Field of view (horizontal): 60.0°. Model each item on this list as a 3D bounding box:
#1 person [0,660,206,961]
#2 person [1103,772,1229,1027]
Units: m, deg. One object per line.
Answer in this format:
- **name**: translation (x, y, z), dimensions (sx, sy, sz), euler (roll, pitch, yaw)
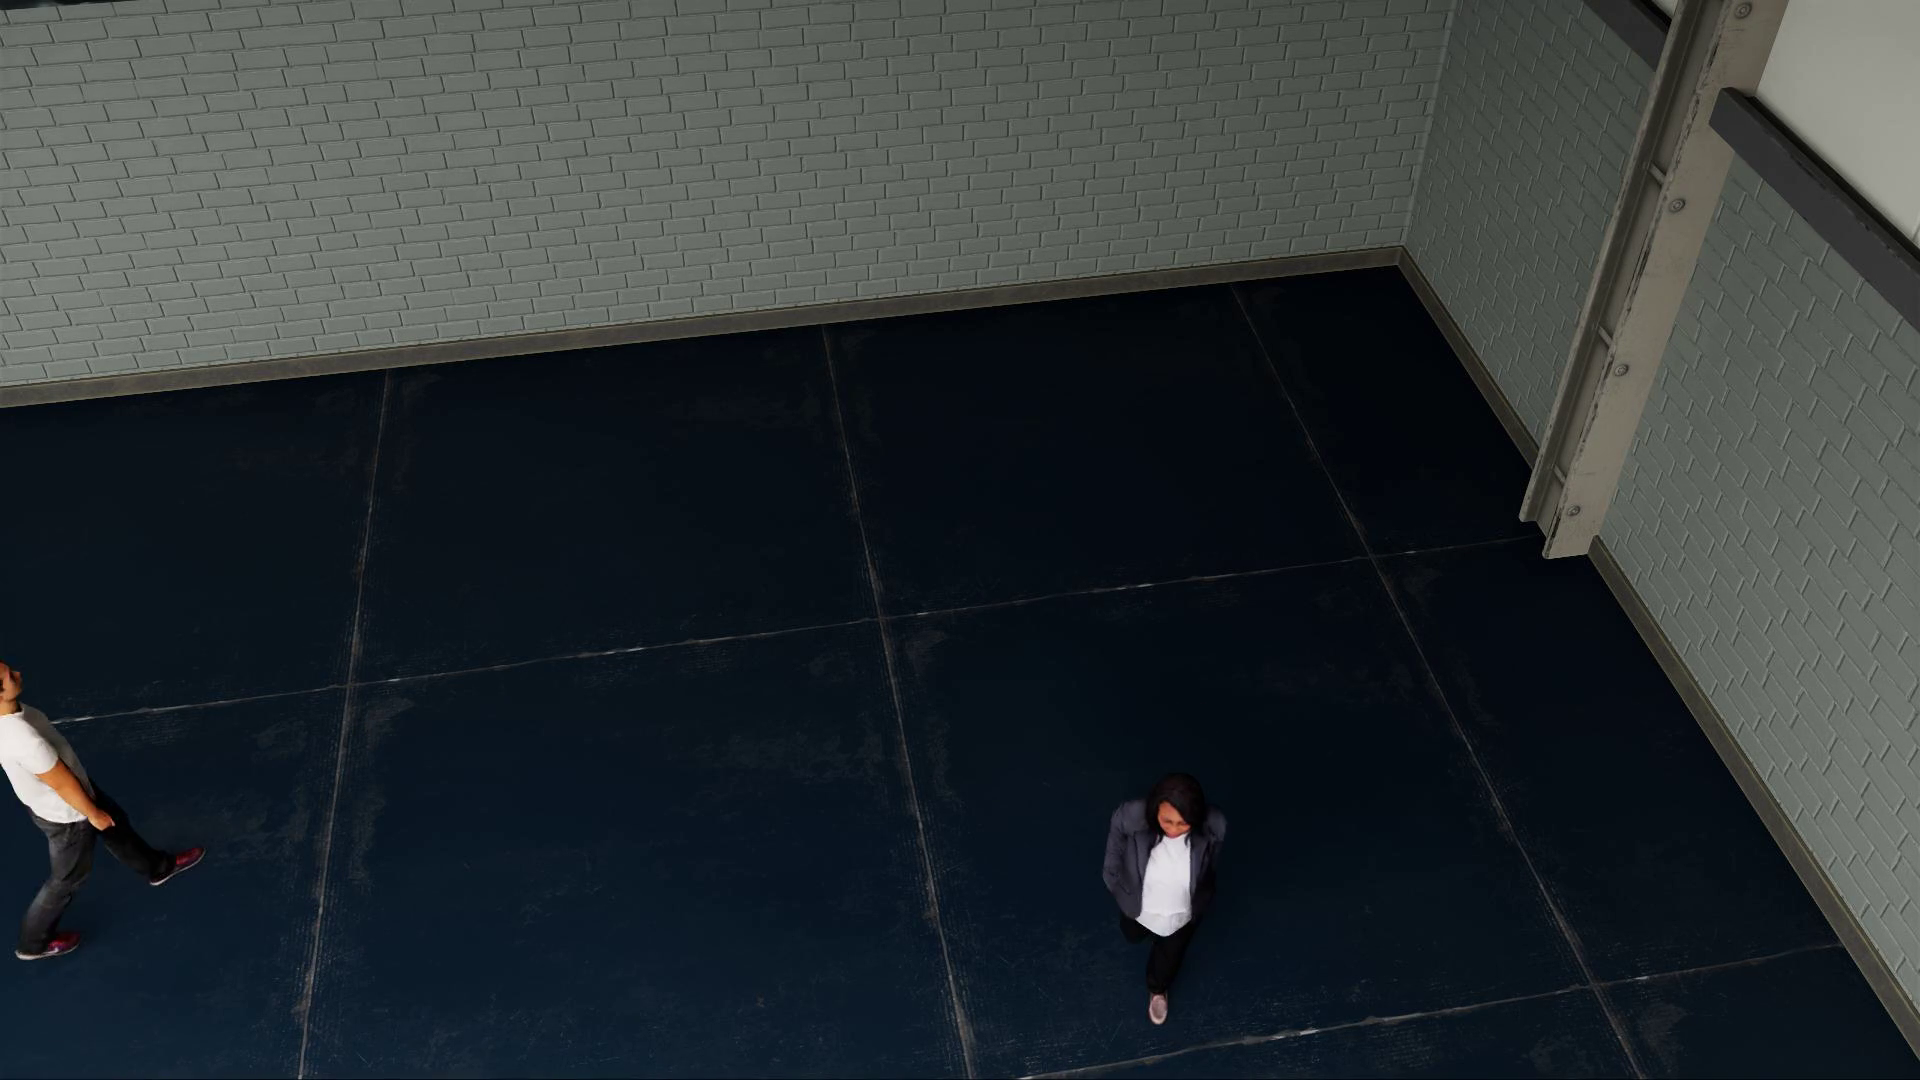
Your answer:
- **person**: translation (-4.173, 1.239, 7.542), dimensions (1.133, 1.770, 1.190), euler (-33, 52, -30)
- **person**: translation (0.915, 1.481, 7.430), dimensions (0.789, 1.570, 0.959), euler (2, 43, 2)
